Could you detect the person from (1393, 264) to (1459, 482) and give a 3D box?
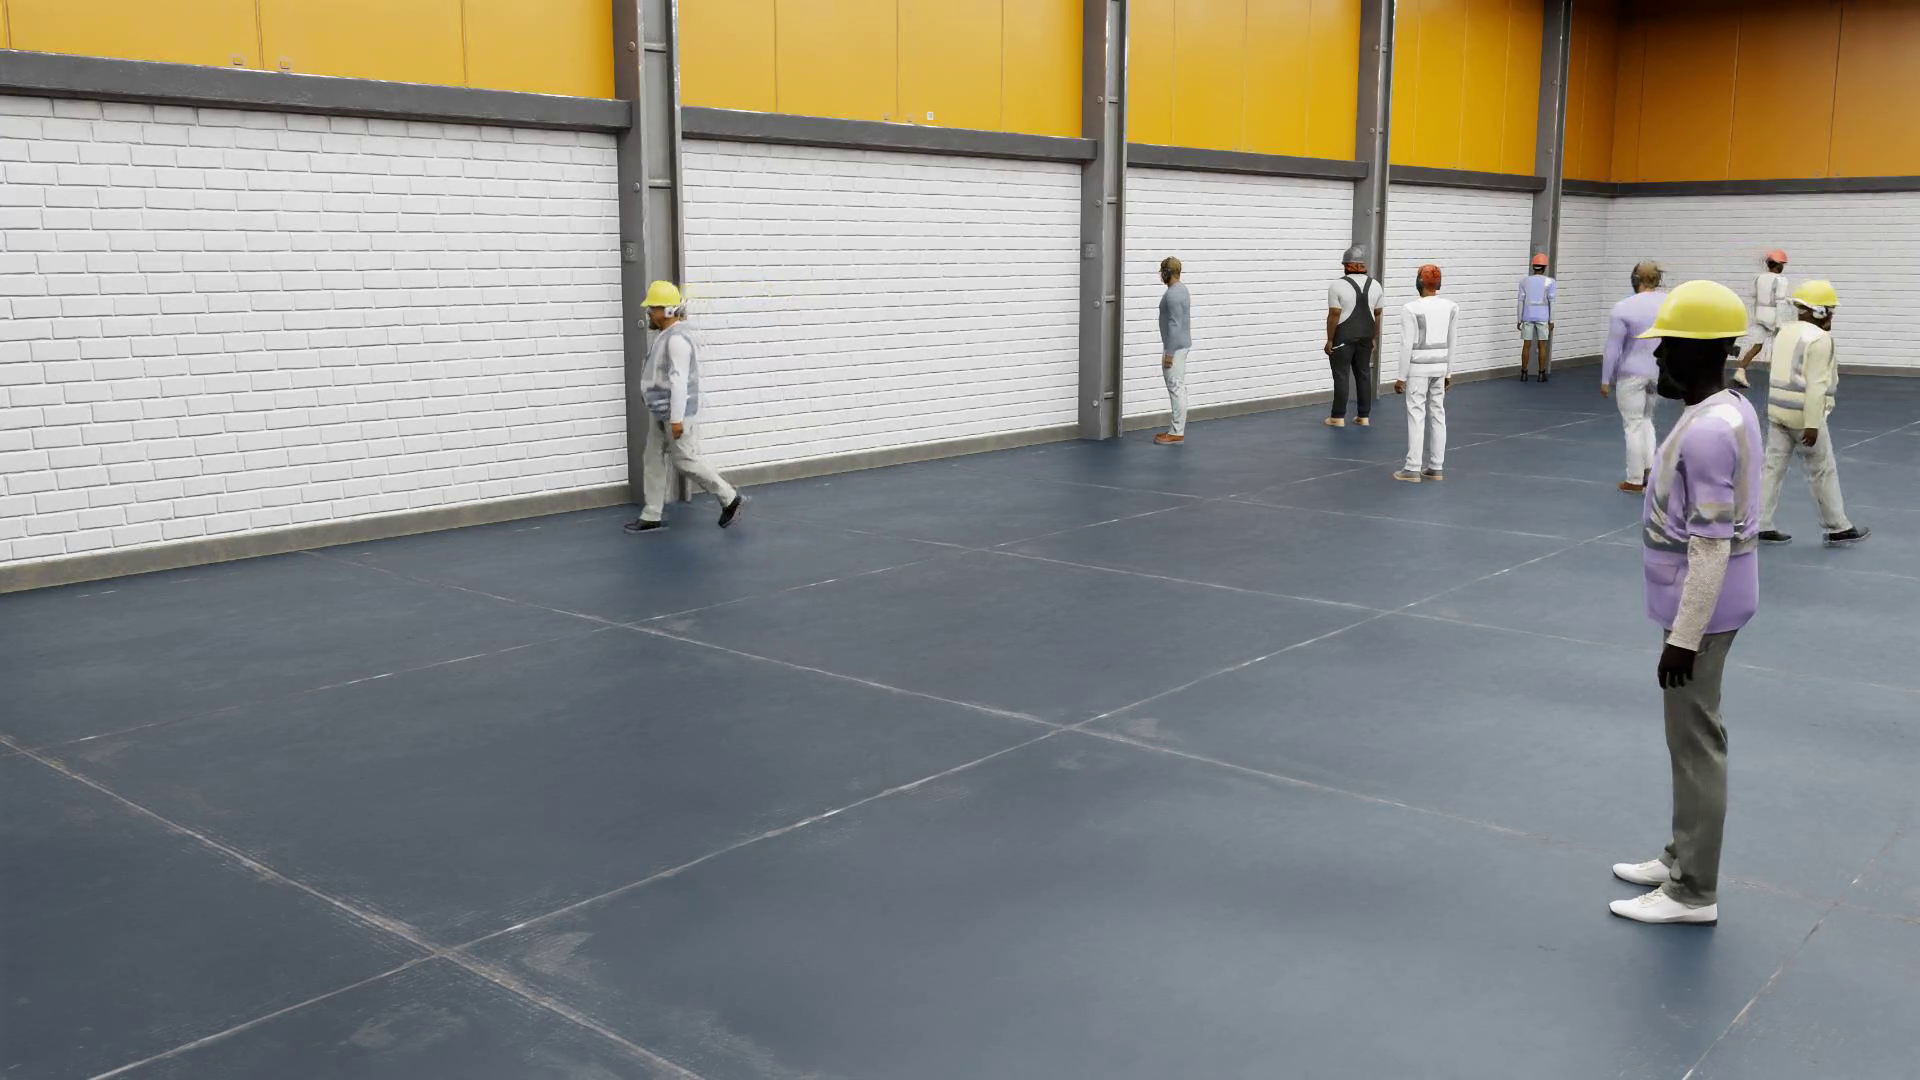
[{"bbox_3d":[4.037,-1.442,14.444,0.574,1.883,0.355,-4,11,-23],"label":"person"}]

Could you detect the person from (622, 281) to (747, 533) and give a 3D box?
[{"bbox_3d":[-1.972,-0.940,11.835,0.828,1.804,0.600,-4,11,-20],"label":"person"}]

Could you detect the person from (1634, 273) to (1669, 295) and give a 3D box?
[{"bbox_3d":[10.819,-3.384,26.081,0.535,1.674,0.566,3,10,14],"label":"person"}]

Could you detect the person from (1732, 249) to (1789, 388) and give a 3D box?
[{"bbox_3d":[11.601,-3.171,23.980,0.932,2.019,0.618,-4,11,-20],"label":"person"}]

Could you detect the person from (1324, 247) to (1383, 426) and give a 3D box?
[{"bbox_3d":[4.434,-2.319,18.984,0.688,2.000,0.537,-4,11,-19],"label":"person"}]

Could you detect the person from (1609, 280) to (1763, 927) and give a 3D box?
[{"bbox_3d":[2.178,0.197,4.980,0.379,1.928,0.585,5,11,26],"label":"person"}]

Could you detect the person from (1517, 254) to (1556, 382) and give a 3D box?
[{"bbox_3d":[8.735,-3.362,25.216,0.551,1.935,0.371,5,11,27],"label":"person"}]

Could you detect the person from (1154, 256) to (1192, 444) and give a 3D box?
[{"bbox_3d":[2.206,-1.956,17.218,0.379,1.937,0.629,2,10,14],"label":"person"}]

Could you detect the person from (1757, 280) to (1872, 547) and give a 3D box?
[{"bbox_3d":[5.809,-0.843,11.254,0.847,1.796,0.626,-1,10,-4],"label":"person"}]

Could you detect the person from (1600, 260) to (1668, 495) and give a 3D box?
[{"bbox_3d":[5.580,-1.329,13.675,0.655,1.924,0.442,-2,10,-12],"label":"person"}]
